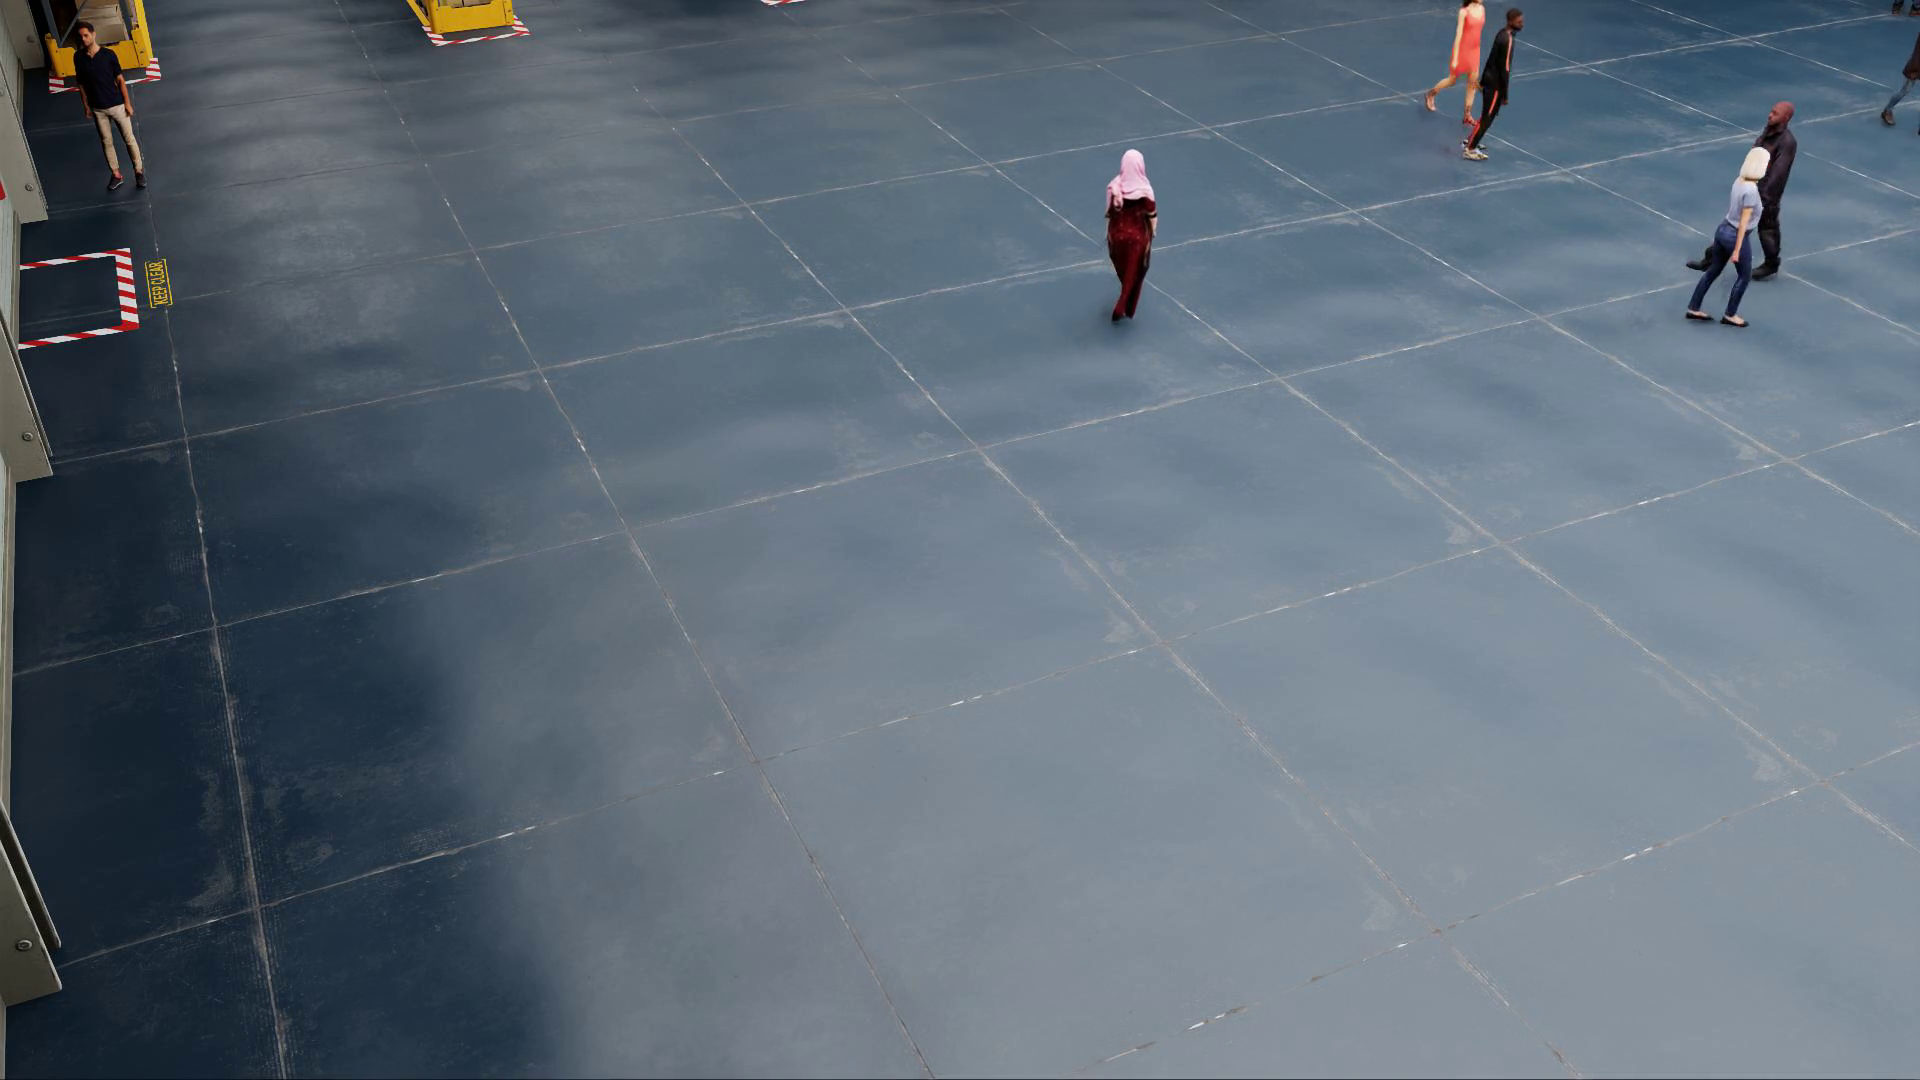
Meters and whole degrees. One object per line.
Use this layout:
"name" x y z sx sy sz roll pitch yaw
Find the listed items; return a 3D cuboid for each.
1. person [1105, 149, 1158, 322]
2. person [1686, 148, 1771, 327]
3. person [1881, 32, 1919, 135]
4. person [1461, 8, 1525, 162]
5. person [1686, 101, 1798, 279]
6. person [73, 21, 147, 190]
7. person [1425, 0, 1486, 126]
"person" 1.569 -2.819 15.616 1.107 1.586 1.100 16 36 23
"person" 7.114 -2.802 15.494 0.846 1.691 0.827 1 33 1
"person" 11.583 -5.737 20.096 0.797 1.594 1.108 -6 34 -10
"person" 6.109 -5.250 19.181 0.880 1.774 0.785 -2 33 -3
"person" 7.971 -3.394 16.318 1.029 1.785 1.218 -3 33 -5
"person" -9.461 -4.832 18.463 0.692 1.857 0.604 -7 34 -10
"person" 6.119 -5.971 20.362 0.726 1.696 1.112 -21 39 -29
